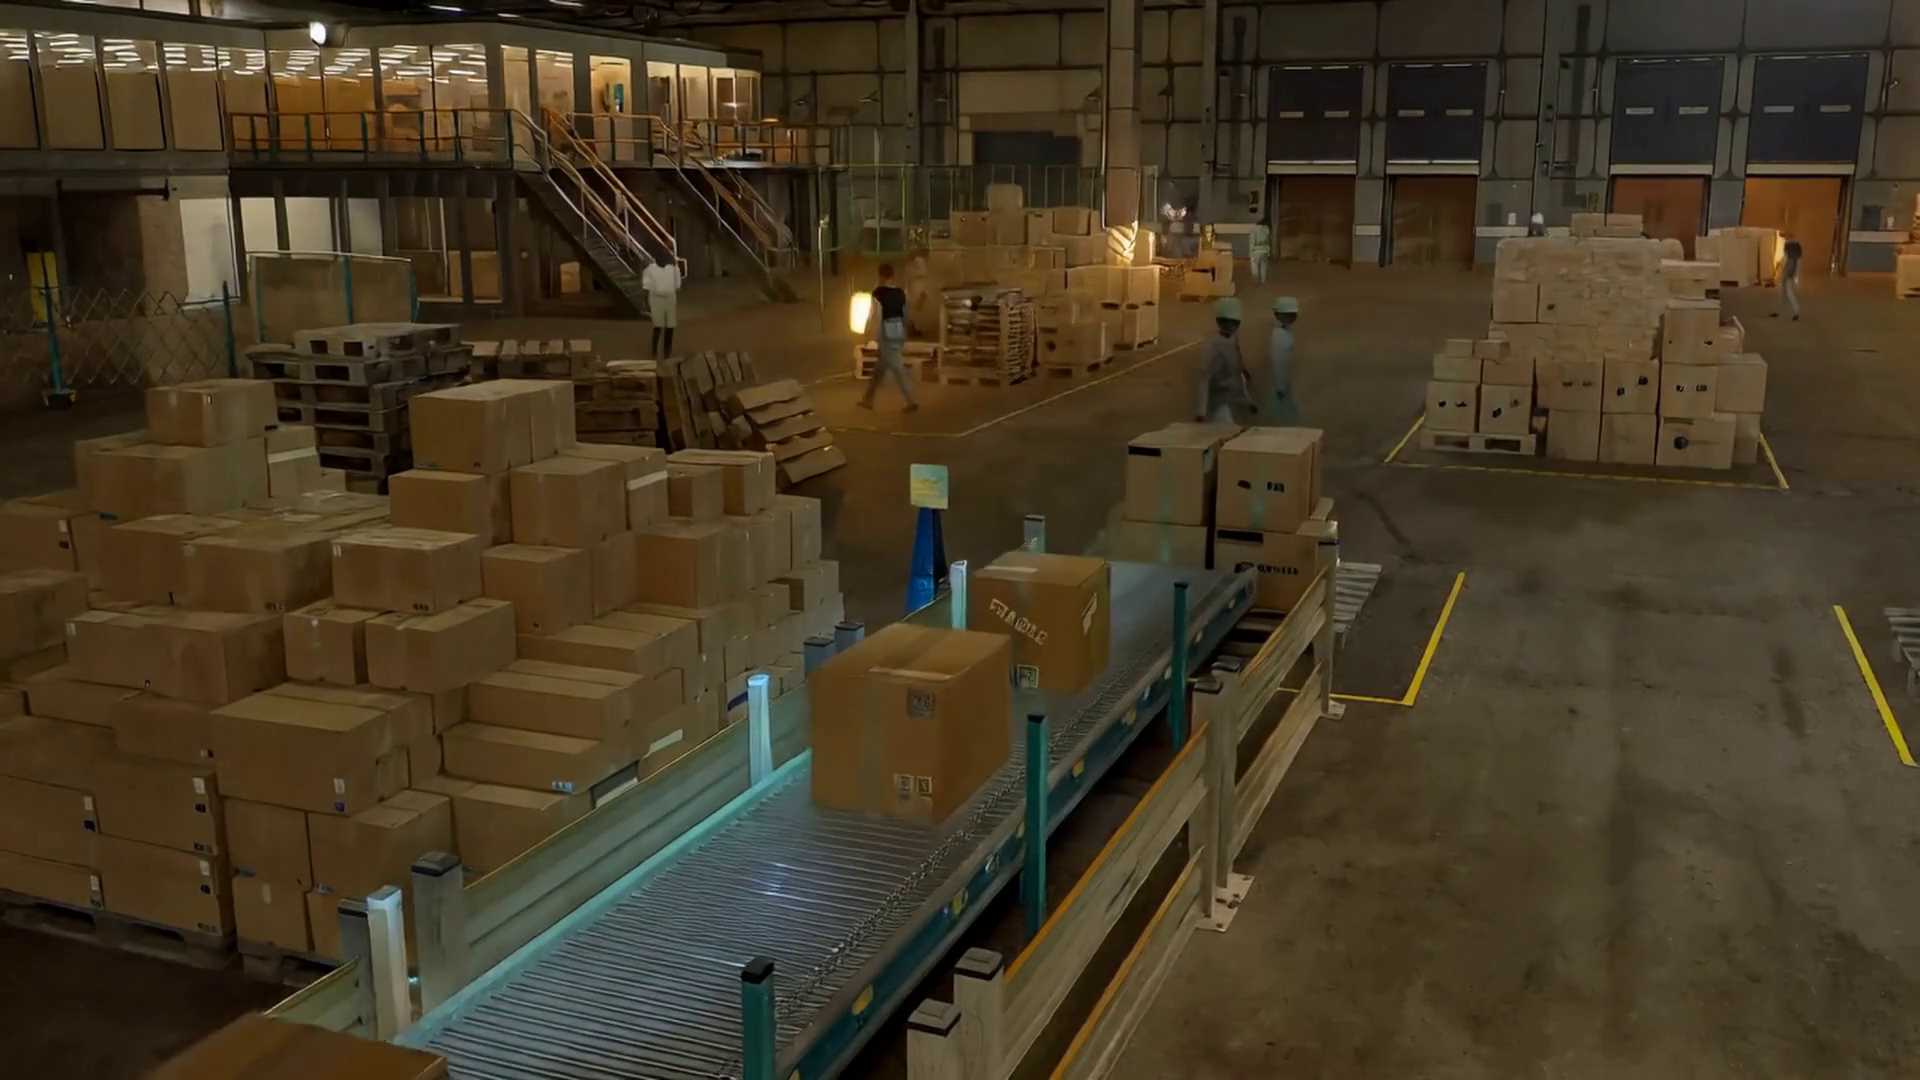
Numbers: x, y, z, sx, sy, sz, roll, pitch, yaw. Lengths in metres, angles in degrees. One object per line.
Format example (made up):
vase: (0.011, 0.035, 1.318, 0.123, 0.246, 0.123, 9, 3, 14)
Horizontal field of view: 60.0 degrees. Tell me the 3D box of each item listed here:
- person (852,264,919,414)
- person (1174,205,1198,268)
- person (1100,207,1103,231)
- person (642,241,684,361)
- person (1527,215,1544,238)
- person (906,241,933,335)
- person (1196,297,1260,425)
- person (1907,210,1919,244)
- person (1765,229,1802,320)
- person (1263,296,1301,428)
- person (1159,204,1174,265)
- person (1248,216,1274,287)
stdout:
person: (-0.904, -2.512, 20.787, 1.024, 1.857, 0.583, 7, 14, 29)
person: (7.049, -9.286, 50.970, 0.956, 1.950, 0.635, 7, 15, 30)
person: (4.632, -9.614, 52.513, 0.623, 1.907, 0.566, -8, 15, -33)
person: (-4.482, -3.531, 25.137, 0.606, 1.952, 0.410, -8, 15, -32)
person: (15.737, -7.981, 45.456, 0.949, 1.792, 0.644, -4, 13, -16)
person: (-0.806, -4.587, 30.367, 0.645, 1.722, 0.500, -7, 14, -27)
person: (2.418, -1.247, 15.044, 0.976, 1.883, 0.549, 7, 15, 30)
person: (25.847, -7.947, 44.995, 0.382, 1.921, 0.591, 2, 13, 8)
person: (16.818, -5.391, 33.742, 0.514, 1.835, 0.942, -6, 14, -25)
person: (3.290, -1.608, 16.945, 0.368, 1.750, 0.543, 7, 14, 27)
person: (6.515, -9.514, 52.010, 0.609, 1.926, 0.605, 1, 13, 3)
person: (7.776, -7.491, 43.196, 0.661, 1.812, 0.832, -1, 13, -5)
